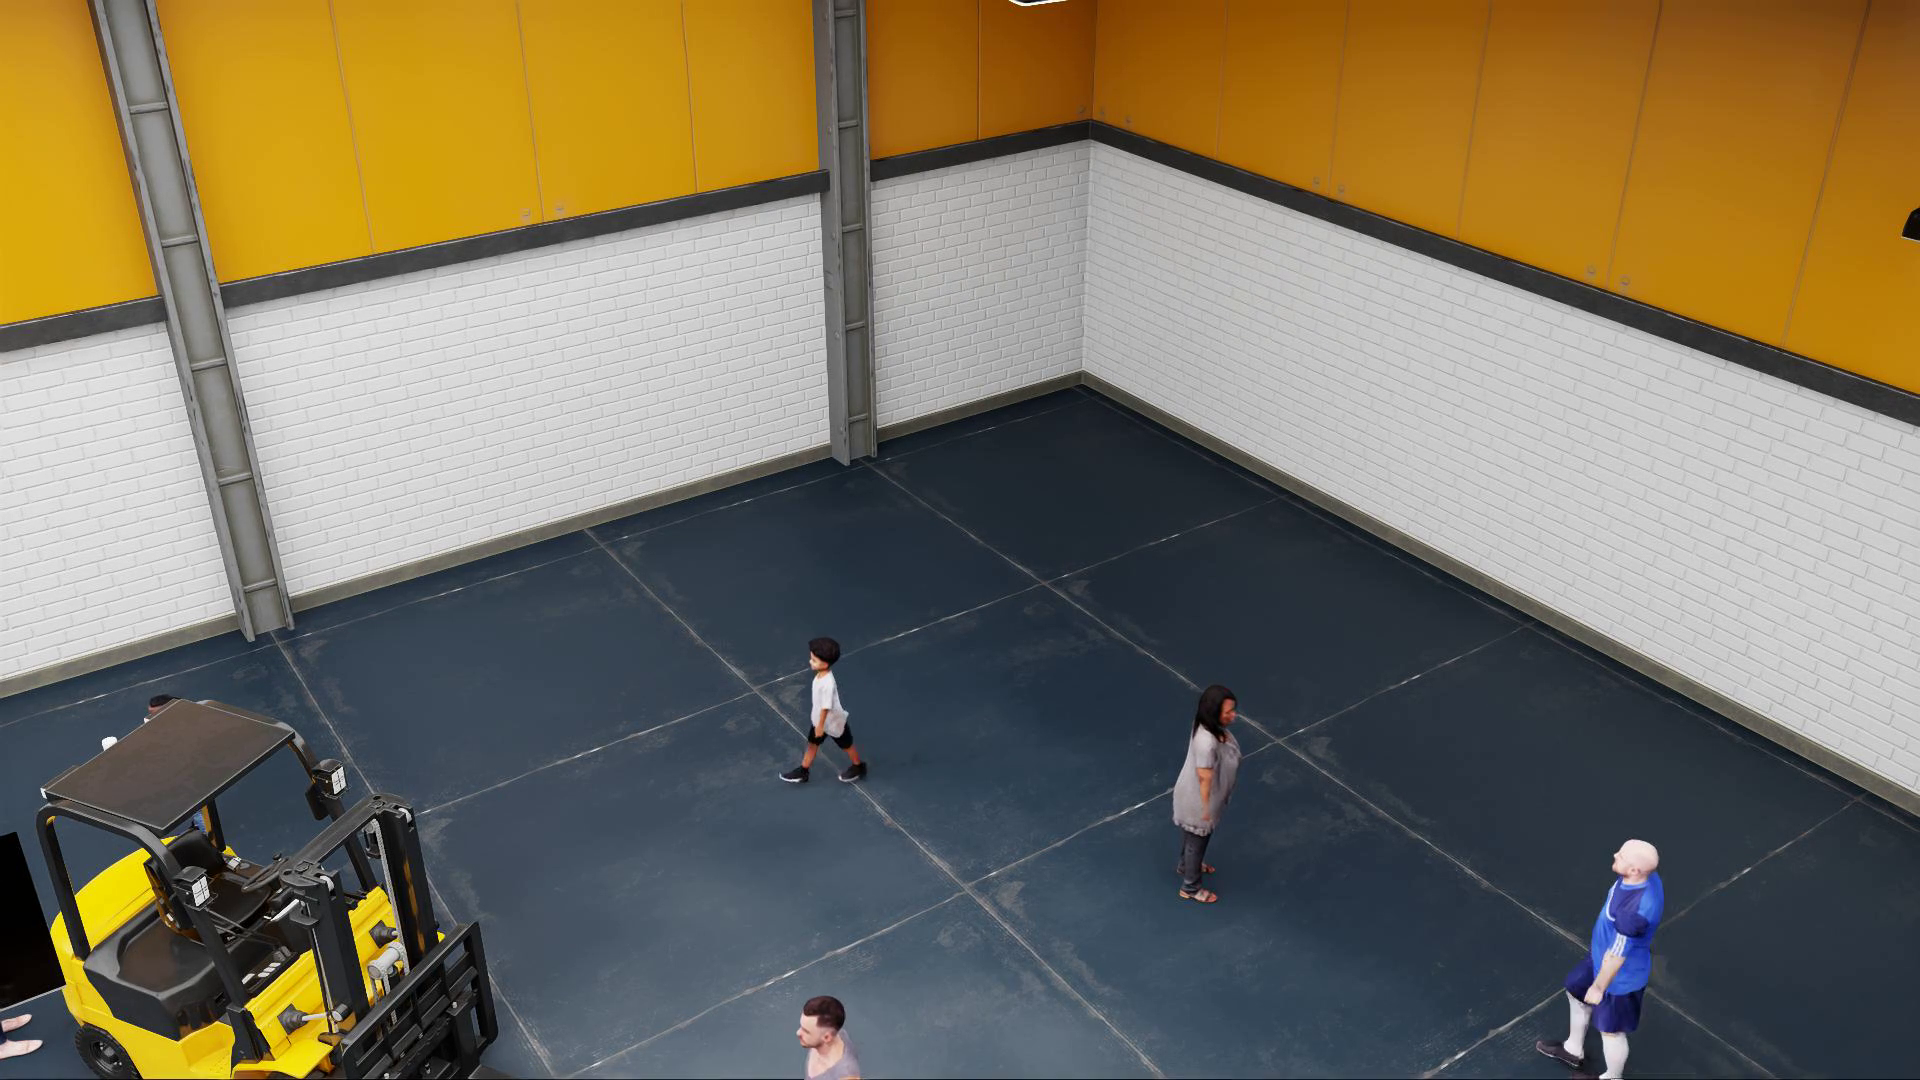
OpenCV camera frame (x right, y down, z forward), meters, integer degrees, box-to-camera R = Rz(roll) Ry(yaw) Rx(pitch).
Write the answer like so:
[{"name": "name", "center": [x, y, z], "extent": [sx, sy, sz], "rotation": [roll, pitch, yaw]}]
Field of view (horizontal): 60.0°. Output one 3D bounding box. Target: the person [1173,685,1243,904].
[{"name": "person", "center": [1.623, 1.664, 11.135], "extent": [0.834, 1.608, 0.779], "rotation": [3, 29, 5]}]

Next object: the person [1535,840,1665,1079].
[{"name": "person", "center": [3.812, 2.460, 9.448], "extent": [0.929, 1.825, 0.861], "rotation": [12, 31, 20]}]

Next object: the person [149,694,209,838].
[{"name": "person", "center": [-5.422, 1.607, 11.602], "extent": [0.476, 1.260, 0.479], "rotation": [-18, 34, -30]}]

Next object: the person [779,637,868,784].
[{"name": "person", "center": [-0.905, 1.279, 12.239], "extent": [0.925, 1.225, 0.655], "rotation": [-9, 30, -16]}]

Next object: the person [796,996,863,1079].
[{"name": "person", "center": [-0.550, 2.995, 8.425], "extent": [0.869, 1.832, 0.777], "rotation": [-6, 29, -11]}]
